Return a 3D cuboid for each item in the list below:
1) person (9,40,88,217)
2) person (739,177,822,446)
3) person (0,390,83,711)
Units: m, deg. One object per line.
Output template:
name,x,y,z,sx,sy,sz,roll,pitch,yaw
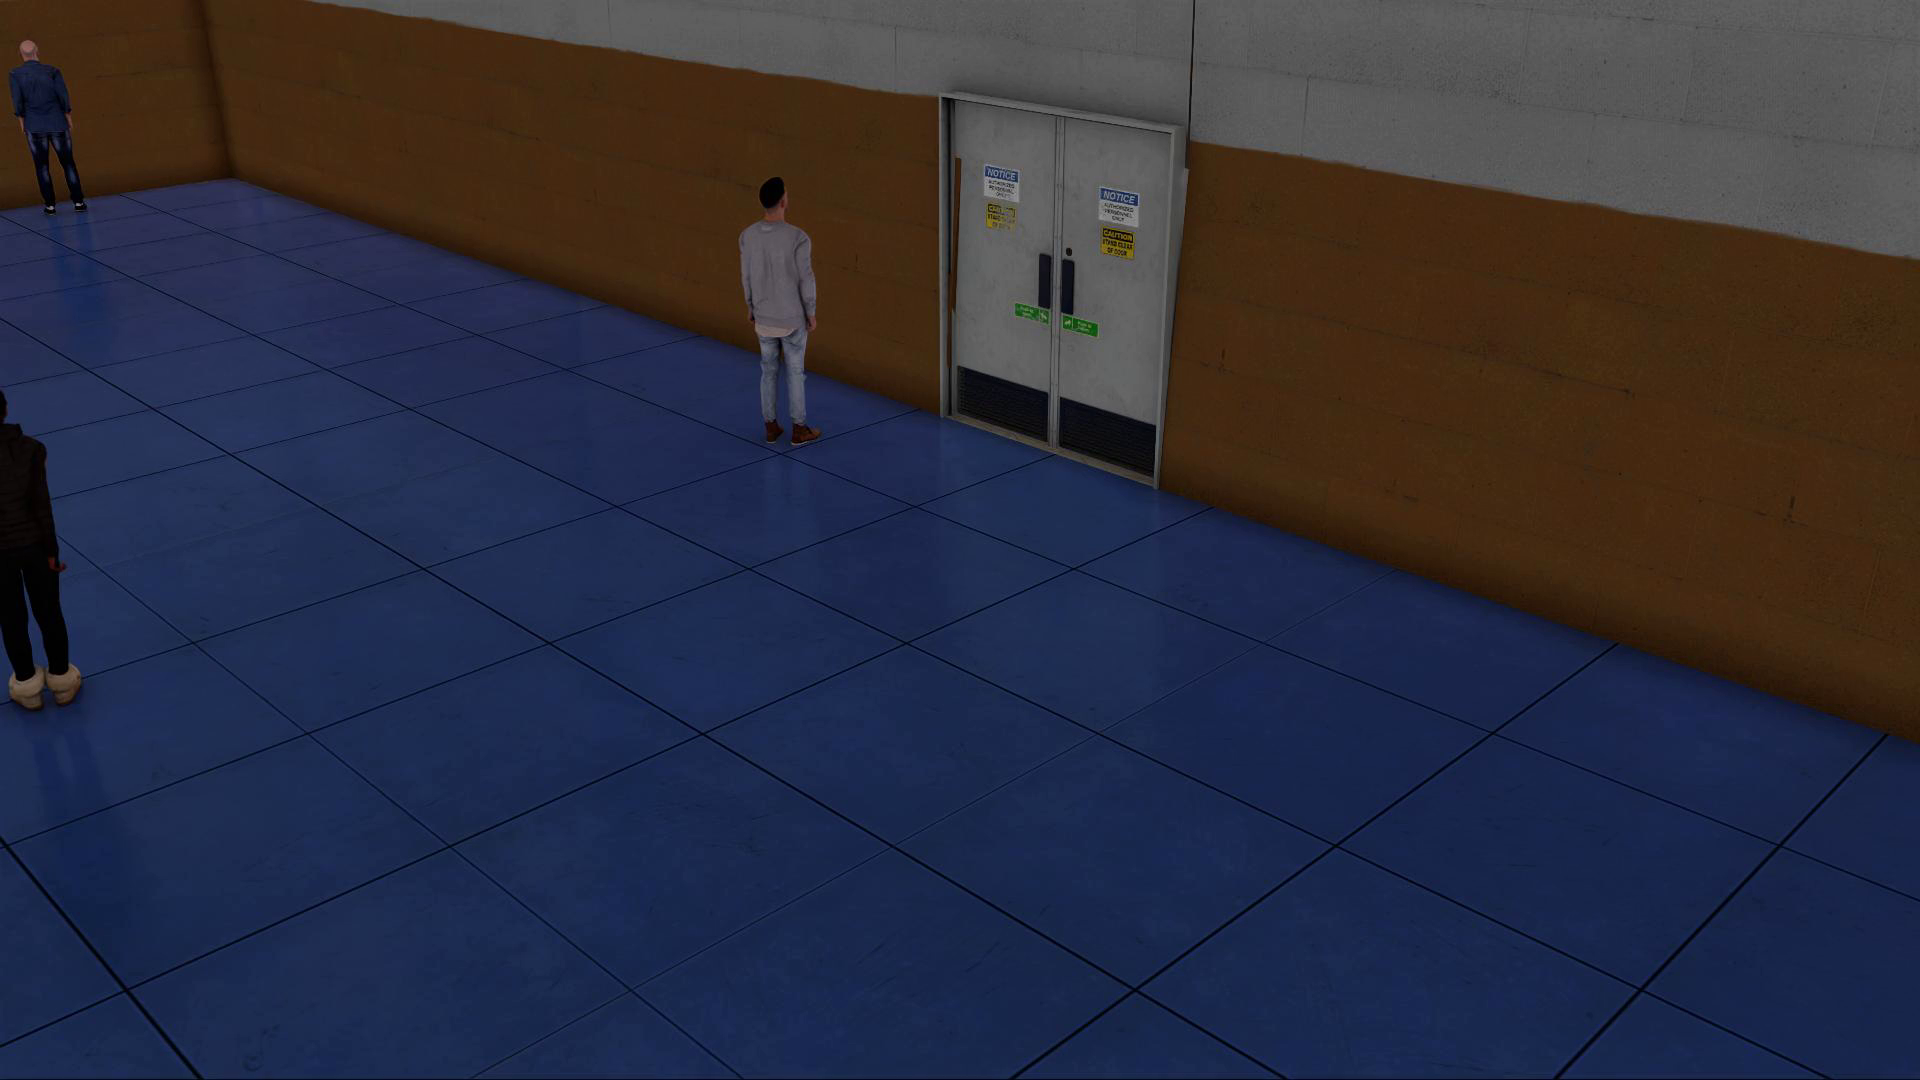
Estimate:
person,-9.807,-4.424,17.861,0.630,1.826,0.832,-13,27,-27
person,-1.213,-1.542,11.254,0.766,1.841,0.743,7,25,16
person,-4.449,0.047,7.849,0.681,1.659,0.621,9,25,20
